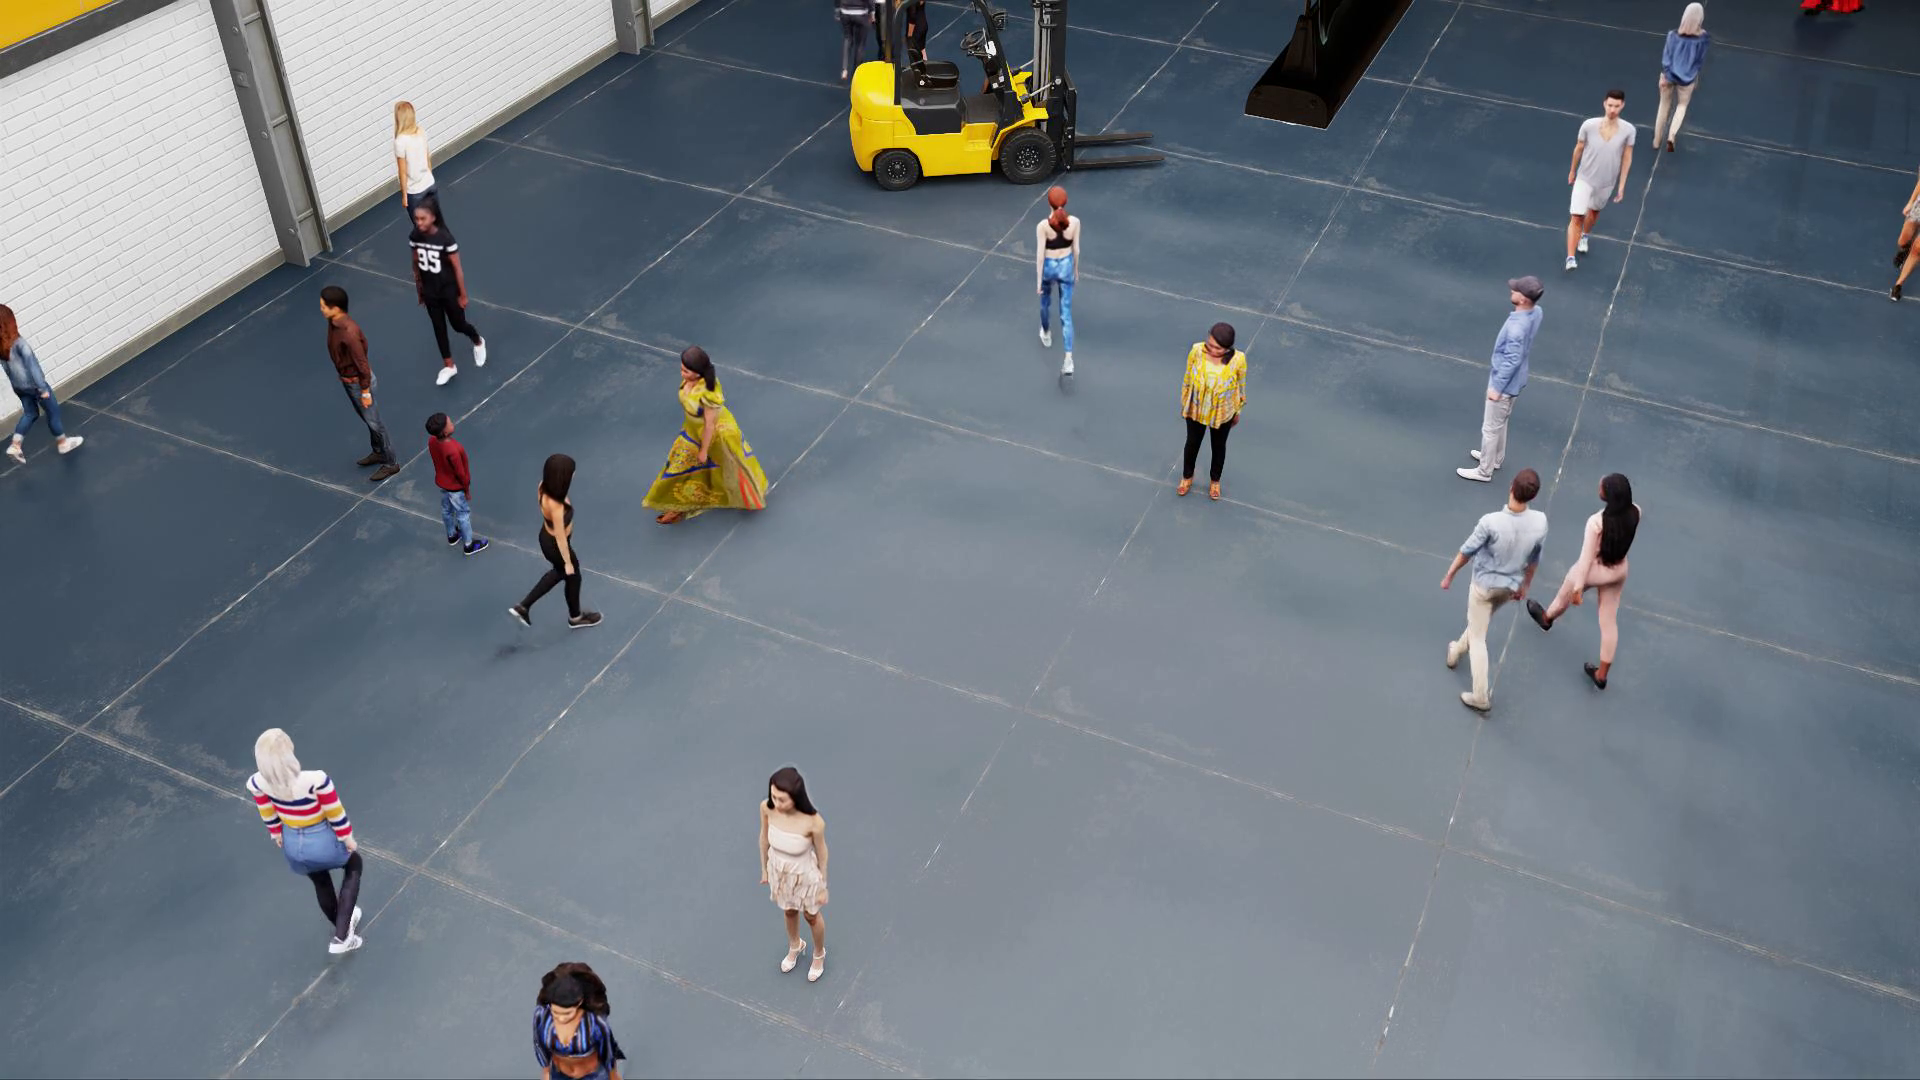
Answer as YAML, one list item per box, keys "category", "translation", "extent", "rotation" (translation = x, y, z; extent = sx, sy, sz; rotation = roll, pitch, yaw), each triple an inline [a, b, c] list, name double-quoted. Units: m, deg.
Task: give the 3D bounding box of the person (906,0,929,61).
- category: "person"
  translation: [-0.503, -5.960, 19.520]
  extent: [0.623, 1.677, 0.421]
  rotation: [13, 40, 15]

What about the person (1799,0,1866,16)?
- category: "person"
  translation: [11.390, -7.630, 21.564]
  extent: [1.054, 1.746, 1.118]
  rotation: [-5, 39, -6]

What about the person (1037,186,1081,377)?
- category: "person"
  translation: [0.896, -2.289, 14.874]
  extent: [1.025, 1.748, 1.264]
  rotation: [-4, 39, -6]

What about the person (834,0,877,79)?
- category: "person"
  translation: [-1.279, -6.248, 19.817]
  extent: [0.665, 1.756, 0.627]
  rotation: [10, 40, 13]

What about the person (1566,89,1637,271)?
- category: "person"
  translation: [6.318, -3.625, 16.496]
  extent: [0.835, 1.801, 1.246]
  rotation: [9, 39, 11]

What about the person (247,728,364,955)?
- category: "person"
  translation: [-3.789, 1.814, 9.685]
  extent: [0.789, 1.803, 0.832]
  rotation: [2, 39, 3]

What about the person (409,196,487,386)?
- category: "person"
  translation: [-4.590, -2.250, 14.831]
  extent: [0.712, 1.731, 0.894]
  rotation: [9, 39, 11]

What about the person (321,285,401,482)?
- category: "person"
  translation: [-4.914, -1.298, 13.600]
  extent: [0.692, 1.778, 0.723]
  rotation: [-25, 45, -28]

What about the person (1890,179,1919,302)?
- category: "person"
  translation: [9.364, -3.244, 16.002]
  extent: [0.665, 1.823, 0.960]
  rotation: [21, 43, 24]

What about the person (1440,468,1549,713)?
- category: "person"
  translation: [3.726, 0.380, 11.470]
  extent: [1.034, 1.815, 1.184]
  rotation: [-9, 40, -11]

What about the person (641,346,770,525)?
- category: "person"
  translation: [-1.908, -0.855, 13.195]
  extent: [1.425, 1.602, 1.145]
  rotation: [-27, 46, -30]

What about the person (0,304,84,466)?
- category: "person"
  translation: [-7.787, -1.253, 13.799]
  extent: [0.577, 1.461, 0.840]
  rotation: [15, 41, 18]

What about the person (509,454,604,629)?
- category: "person"
  translation: [-2.981, 0.069, 12.020]
  extent: [0.998, 1.615, 0.911]
  rotation: [-19, 42, -23]

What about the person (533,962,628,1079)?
- category: "person"
  translation: [-1.962, 2.716, 8.713]
  extent: [0.737, 1.606, 0.820]
  rotation: [5, 39, 6]

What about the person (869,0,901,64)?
- category: "person"
  translation: [-0.942, -6.548, 20.192]
  extent: [0.666, 1.767, 1.046]
  rotation: [13, 40, 15]

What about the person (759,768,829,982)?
- category: "person"
  translation: [-0.931, 1.936, 9.587]
  extent: [0.578, 1.734, 0.518]
  rotation: [15, 41, 18]

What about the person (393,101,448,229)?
- category: "person"
  translation: [-5.255, -3.418, 16.229]
  extent: [0.643, 1.810, 0.426]
  rotation: [16, 41, 19]

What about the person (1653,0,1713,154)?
- category: "person"
  translation: [7.949, -5.052, 18.387]
  extent: [0.623, 1.682, 0.851]
  rotation: [14, 41, 17]

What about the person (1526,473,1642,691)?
- category: "person"
  translation: [4.526, 0.326, 11.654]
  extent: [1.131, 1.670, 1.219]
  rotation: [-10, 40, -12]

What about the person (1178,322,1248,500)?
- category: "person"
  translation: [2.029, -1.060, 13.407]
  extent: [0.759, 1.648, 0.794]
  rotation: [10, 40, 12]

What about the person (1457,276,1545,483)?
- category: "person"
  translation: [4.446, -1.314, 13.533]
  extent: [0.752, 1.888, 0.554]
  rotation: [23, 44, 26]

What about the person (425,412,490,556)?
- category: "person"
  translation: [-3.967, -0.450, 12.960]
  extent: [0.541, 1.253, 0.548]
  rotation: [27, 46, 30]
